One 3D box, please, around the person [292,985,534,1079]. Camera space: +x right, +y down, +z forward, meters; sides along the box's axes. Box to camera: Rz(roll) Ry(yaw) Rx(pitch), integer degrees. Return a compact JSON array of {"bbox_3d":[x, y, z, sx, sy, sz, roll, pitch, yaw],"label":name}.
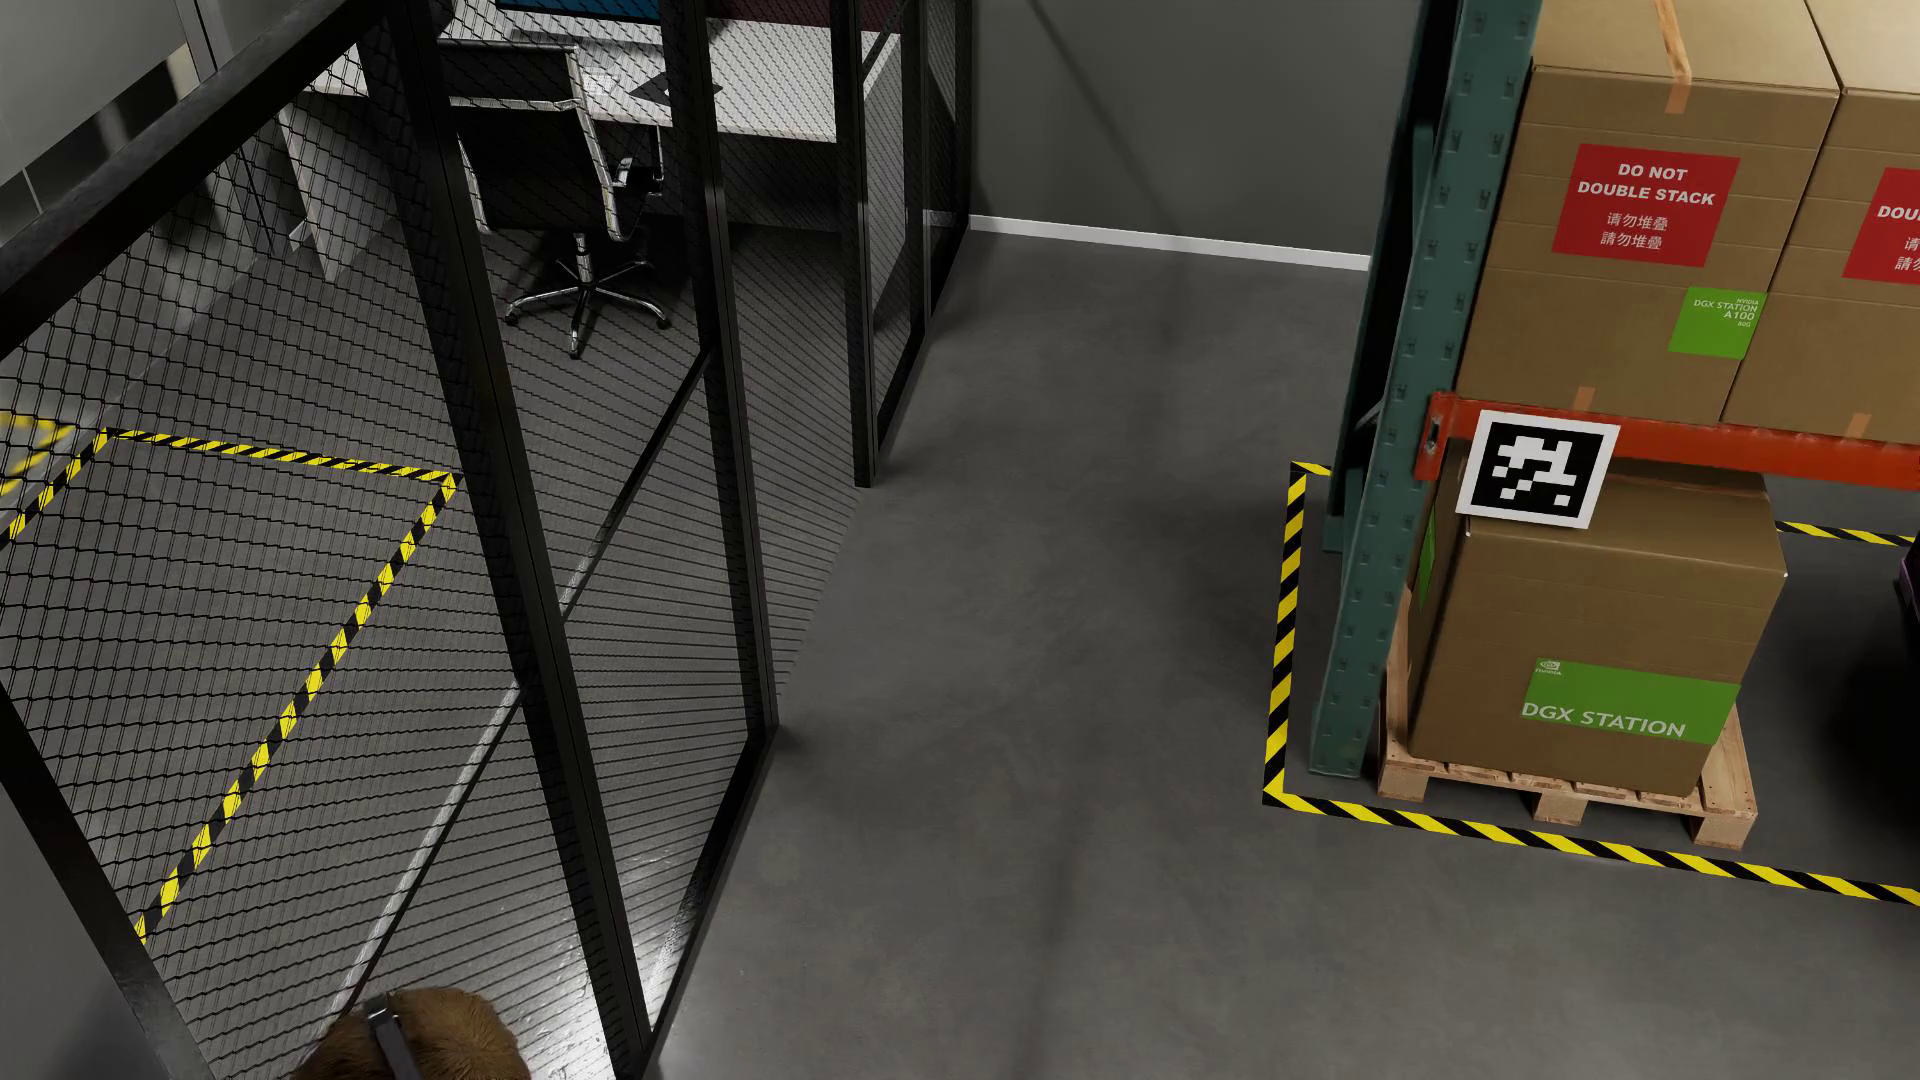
[{"bbox_3d":[-0.515,1.158,2.167,0.627,1.938,0.374,20,45,21],"label":"person"}]
